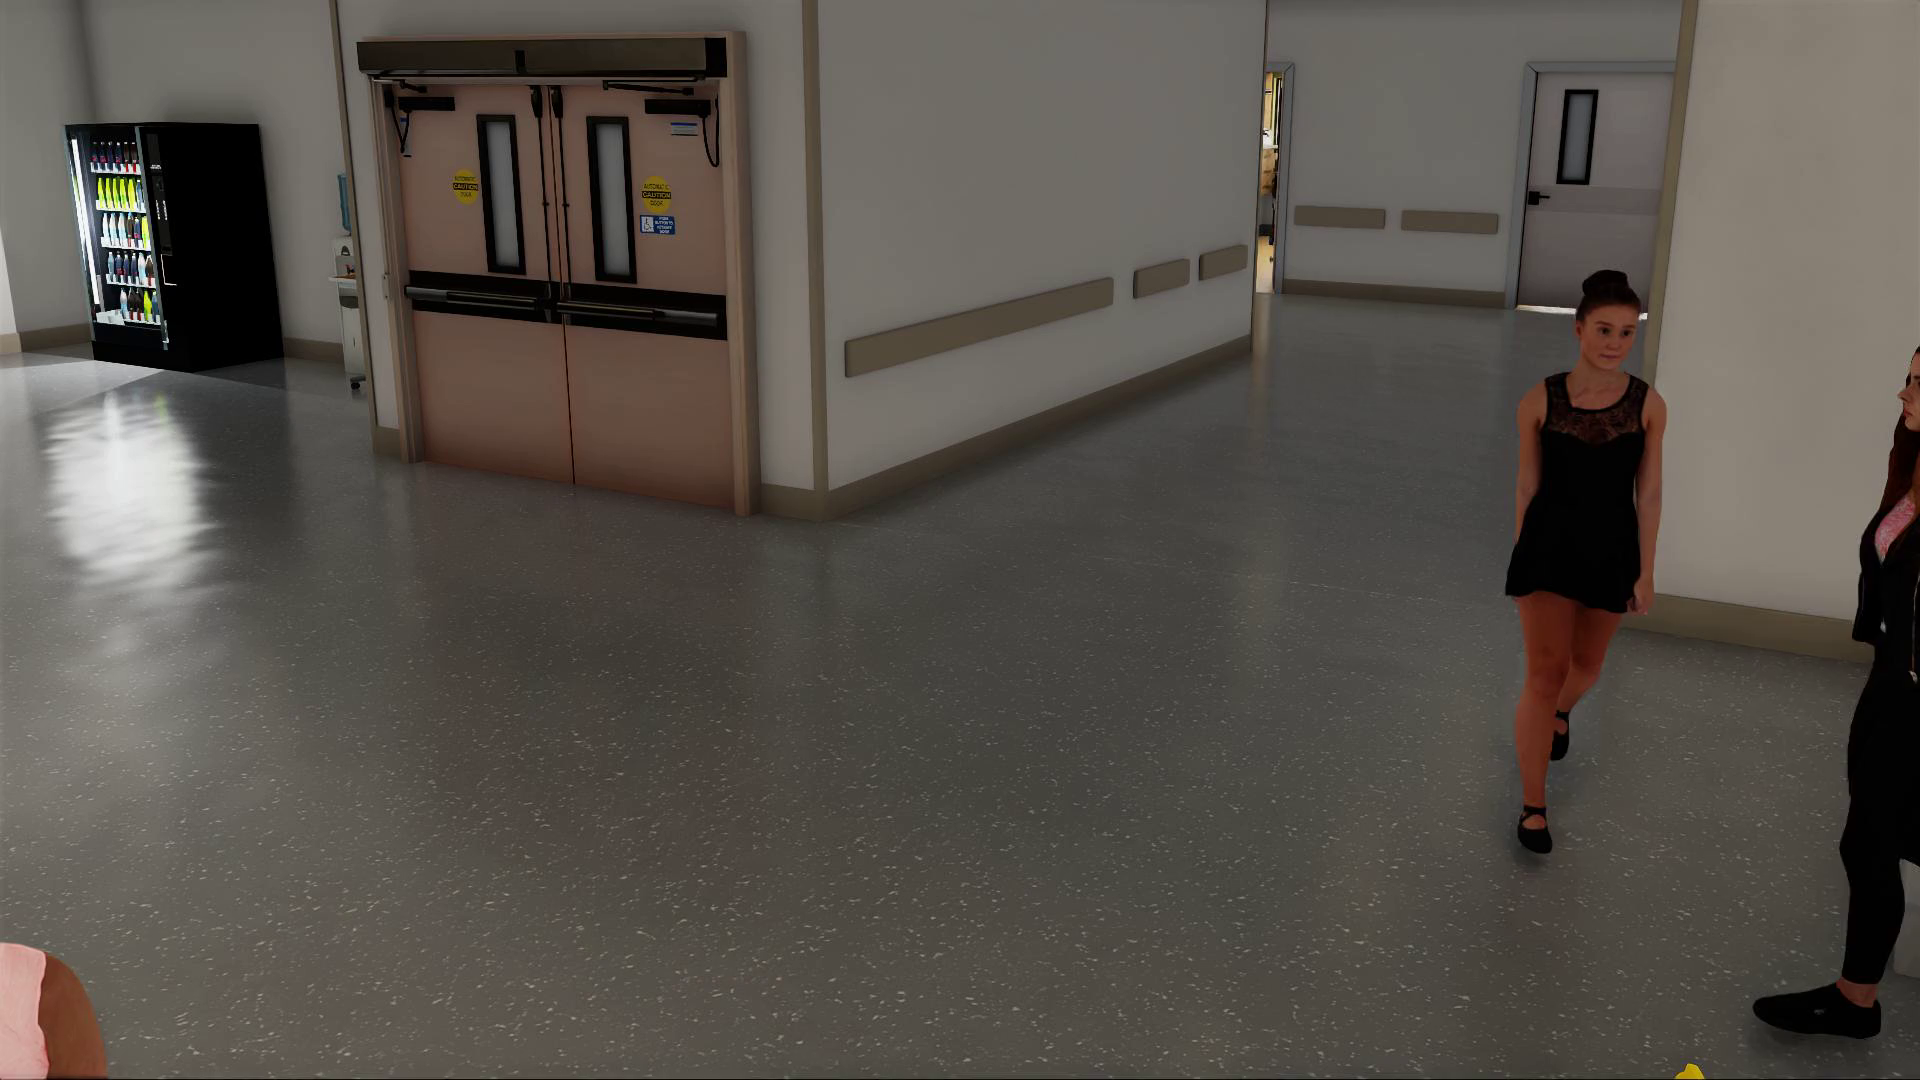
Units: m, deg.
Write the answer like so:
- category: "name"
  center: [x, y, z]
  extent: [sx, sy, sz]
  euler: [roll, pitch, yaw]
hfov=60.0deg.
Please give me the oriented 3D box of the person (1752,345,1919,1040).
- category: "person"
  center: [2.248, 0.392, 3.695]
  extent: [0.977, 1.689, 0.771]
  euler: [6, 17, 19]

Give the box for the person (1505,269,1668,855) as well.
- category: "person"
  center: [1.868, 0.035, 5.027]
  extent: [1.070, 1.653, 0.861]
  euler: [4, 16, 12]
